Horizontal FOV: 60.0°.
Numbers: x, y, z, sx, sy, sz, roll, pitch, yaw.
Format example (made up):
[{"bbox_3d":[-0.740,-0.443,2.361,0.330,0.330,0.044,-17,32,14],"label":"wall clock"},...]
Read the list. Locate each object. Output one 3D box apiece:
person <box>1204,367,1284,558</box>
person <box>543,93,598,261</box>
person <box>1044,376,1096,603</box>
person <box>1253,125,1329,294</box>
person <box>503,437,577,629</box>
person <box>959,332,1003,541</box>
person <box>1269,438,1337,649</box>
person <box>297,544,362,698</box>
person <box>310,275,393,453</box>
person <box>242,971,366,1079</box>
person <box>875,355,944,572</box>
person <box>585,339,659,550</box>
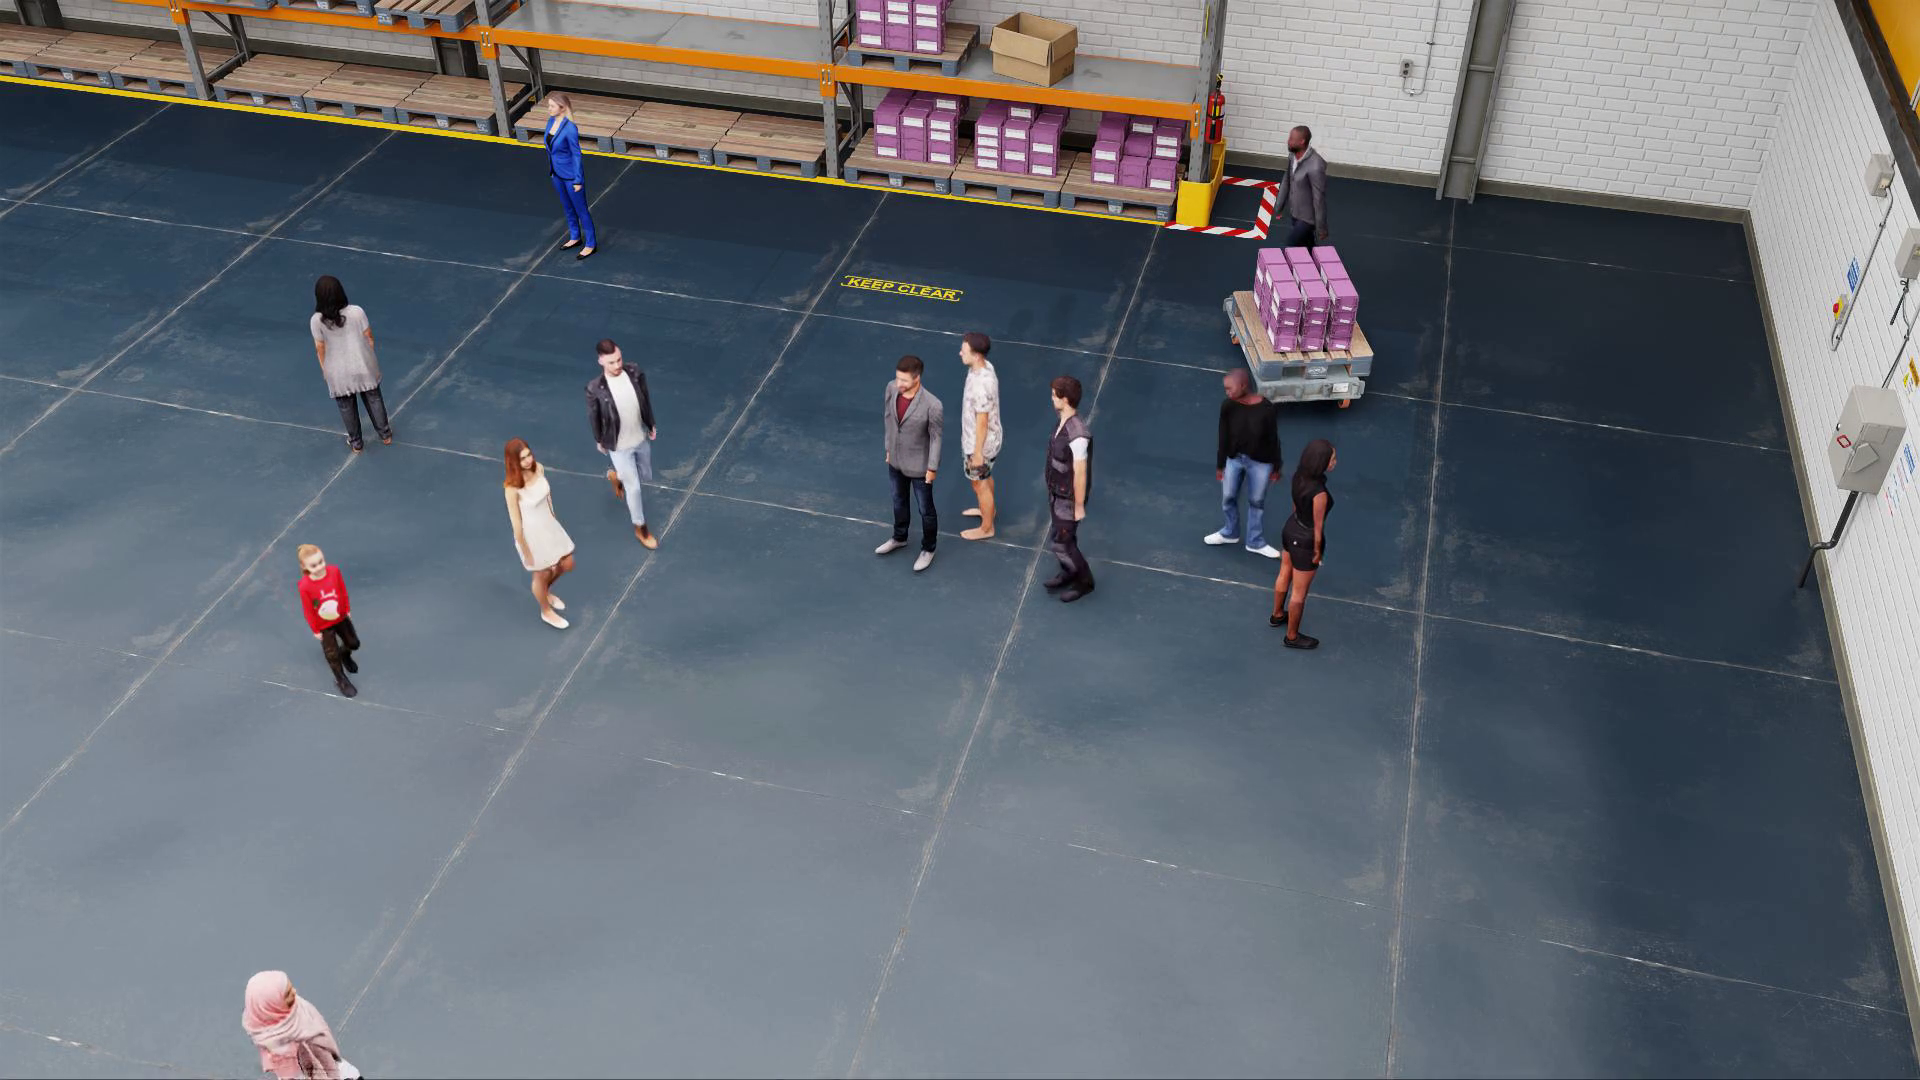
[{"bbox_3d":[2.283,-0.592,12.798,0.521,1.715,0.834,5,39,6],"label":"person"},{"bbox_3d":[-3.912,-3.658,16.648,0.651,1.701,0.770,30,47,32],"label":"person"},{"bbox_3d":[0.861,-0.402,12.473,0.784,1.823,0.817,-17,42,-20],"label":"person"},{"bbox_3d":[3.390,-3.098,15.890,1.192,1.772,1.026,-10,40,-13],"label":"person"},{"bbox_3d":[-3.156,-0.069,12.157,0.715,1.697,0.663,20,43,24],"label":"person"},{"bbox_3d":[0.181,-0.825,13.014,0.652,1.810,0.722,0,39,0],"label":"person"},{"bbox_3d":[2.484,0.007,12.025,0.675,1.743,0.680,-7,39,-9],"label":"person"},{"bbox_3d":[-4.482,0.536,11.740,0.683,1.272,0.612,30,48,32],"label":"person"},{"bbox_3d":[-5.149,-1.487,14.004,0.769,1.609,0.830,-19,43,-23],"label":"person"},{"bbox_3d":[-3.412,2.805,8.486,0.920,1.788,0.850,-12,40,-14],"label":"person"},{"bbox_3d":[-0.374,-0.620,12.706,0.676,1.874,0.823,24,45,27],"label":"person"},{"bbox_3d":[-2.639,-0.820,13.003,0.982,1.815,1.126,-29,47,-31],"label":"person"}]
